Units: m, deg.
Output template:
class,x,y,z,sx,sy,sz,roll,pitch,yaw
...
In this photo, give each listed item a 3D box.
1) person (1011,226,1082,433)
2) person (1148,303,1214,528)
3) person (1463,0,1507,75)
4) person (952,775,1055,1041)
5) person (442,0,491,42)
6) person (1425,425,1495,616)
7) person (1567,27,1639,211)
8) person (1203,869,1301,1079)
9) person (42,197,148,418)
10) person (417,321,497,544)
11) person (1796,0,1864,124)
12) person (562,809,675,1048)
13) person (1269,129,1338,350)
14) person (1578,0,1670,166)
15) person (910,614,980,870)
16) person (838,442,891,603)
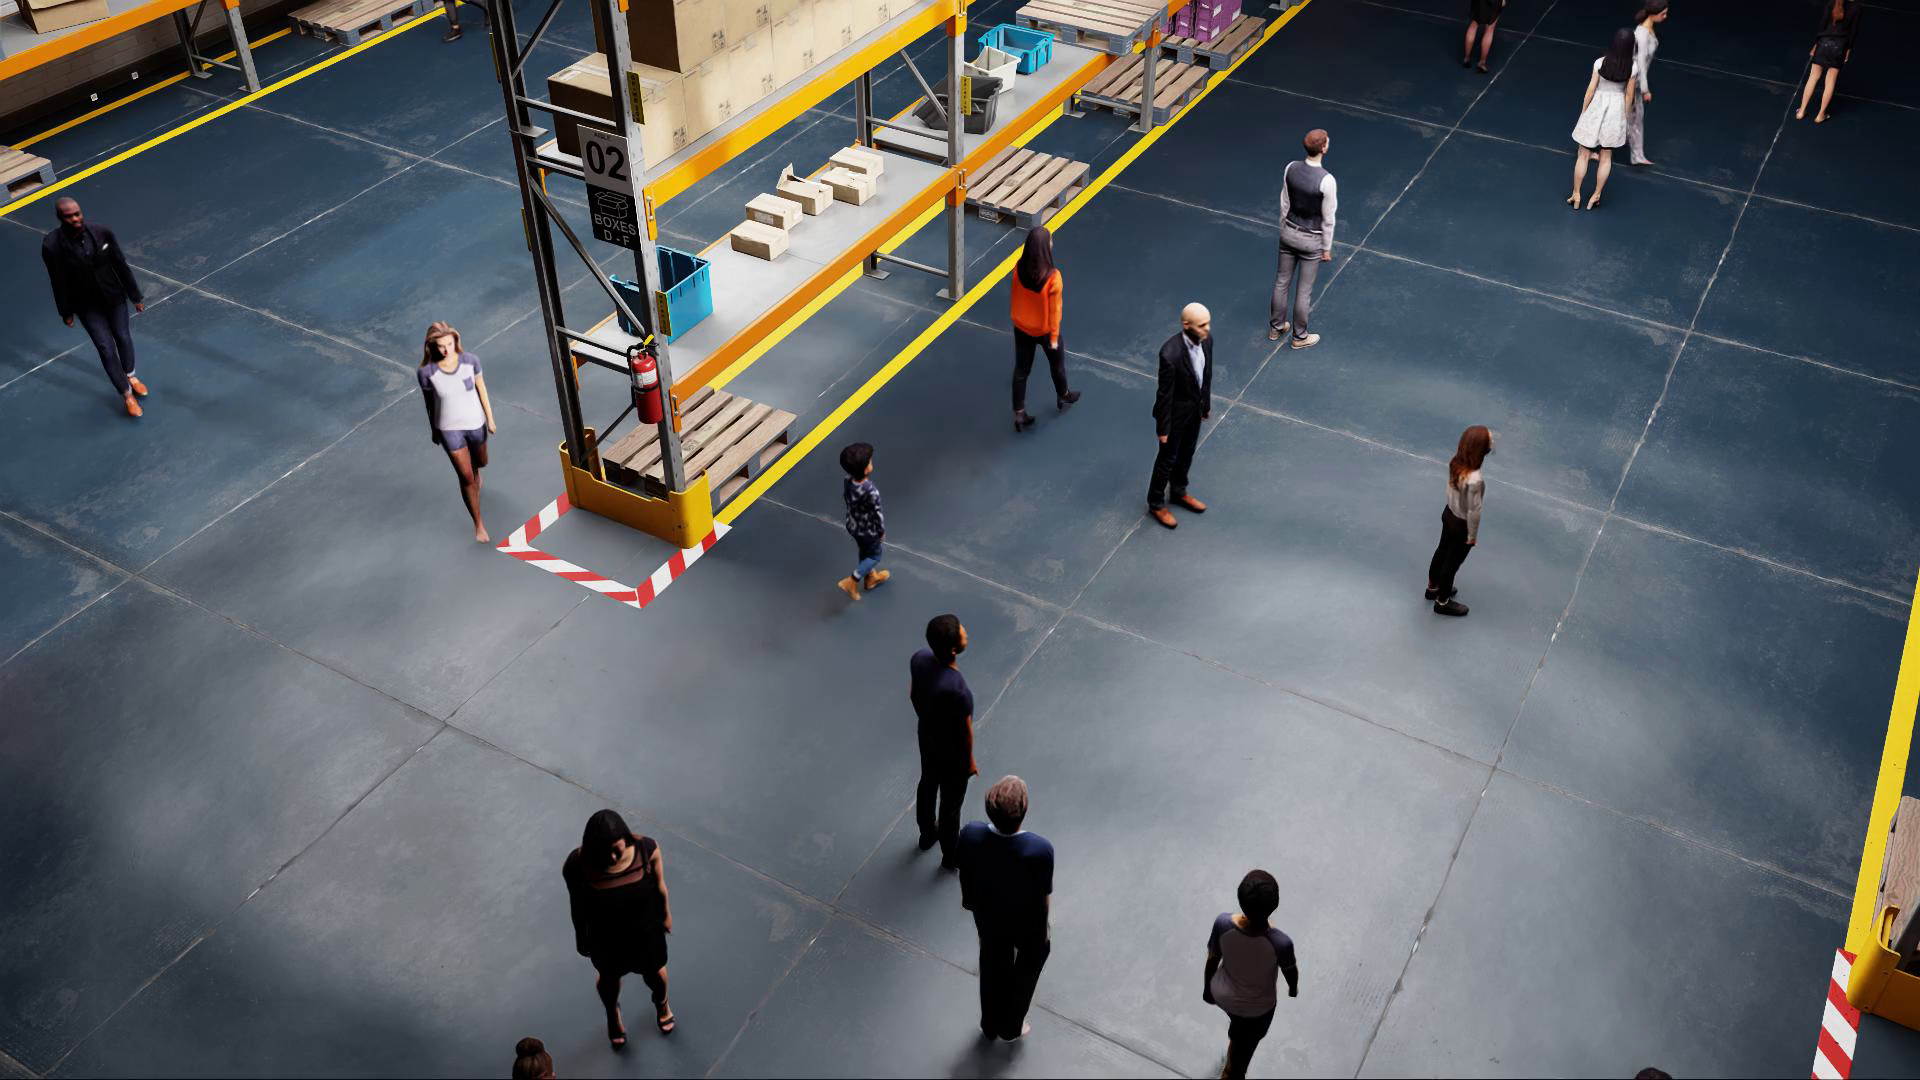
class,x,y,z,sx,sy,sz,roll,pitch,yaw
person,0.536,-1.576,12.785,0.720,1.726,0.958,27,46,30
person,1.585,-0.925,11.913,0.629,1.797,0.804,-30,47,-32
person,5.833,-6.010,18.354,0.592,1.704,0.639,-31,48,-33
person,0.212,1.947,8.268,0.718,1.857,0.707,13,41,16
person,-5.791,-6.648,19.155,0.624,1.702,0.944,21,43,25
person,3.357,-0.140,11.181,0.678,1.484,0.597,-5,39,-6
person,6.097,-3.986,15.764,0.713,1.774,0.714,10,40,12
person,1.358,2.271,8.129,0.620,1.524,1.008,24,44,27
person,-6.821,-1.902,13.137,0.930,1.796,0.906,31,48,33
person,-3.581,-0.860,11.911,1.071,1.698,1.033,-17,42,-20
person,9.124,-5.151,17.399,0.561,1.555,0.559,24,45,27
person,-1.698,1.947,8.383,0.739,1.713,0.805,-11,40,-13
person,2.840,-2.502,13.774,0.658,1.938,0.718,-32,48,-34
person,6.524,-4.517,16.464,0.702,1.729,0.922,20,43,23
person,-0.103,1.131,9.341,0.682,1.793,0.714,-25,45,-28
person,-0.683,-0.107,11.332,0.767,1.243,0.627,-28,46,-31
